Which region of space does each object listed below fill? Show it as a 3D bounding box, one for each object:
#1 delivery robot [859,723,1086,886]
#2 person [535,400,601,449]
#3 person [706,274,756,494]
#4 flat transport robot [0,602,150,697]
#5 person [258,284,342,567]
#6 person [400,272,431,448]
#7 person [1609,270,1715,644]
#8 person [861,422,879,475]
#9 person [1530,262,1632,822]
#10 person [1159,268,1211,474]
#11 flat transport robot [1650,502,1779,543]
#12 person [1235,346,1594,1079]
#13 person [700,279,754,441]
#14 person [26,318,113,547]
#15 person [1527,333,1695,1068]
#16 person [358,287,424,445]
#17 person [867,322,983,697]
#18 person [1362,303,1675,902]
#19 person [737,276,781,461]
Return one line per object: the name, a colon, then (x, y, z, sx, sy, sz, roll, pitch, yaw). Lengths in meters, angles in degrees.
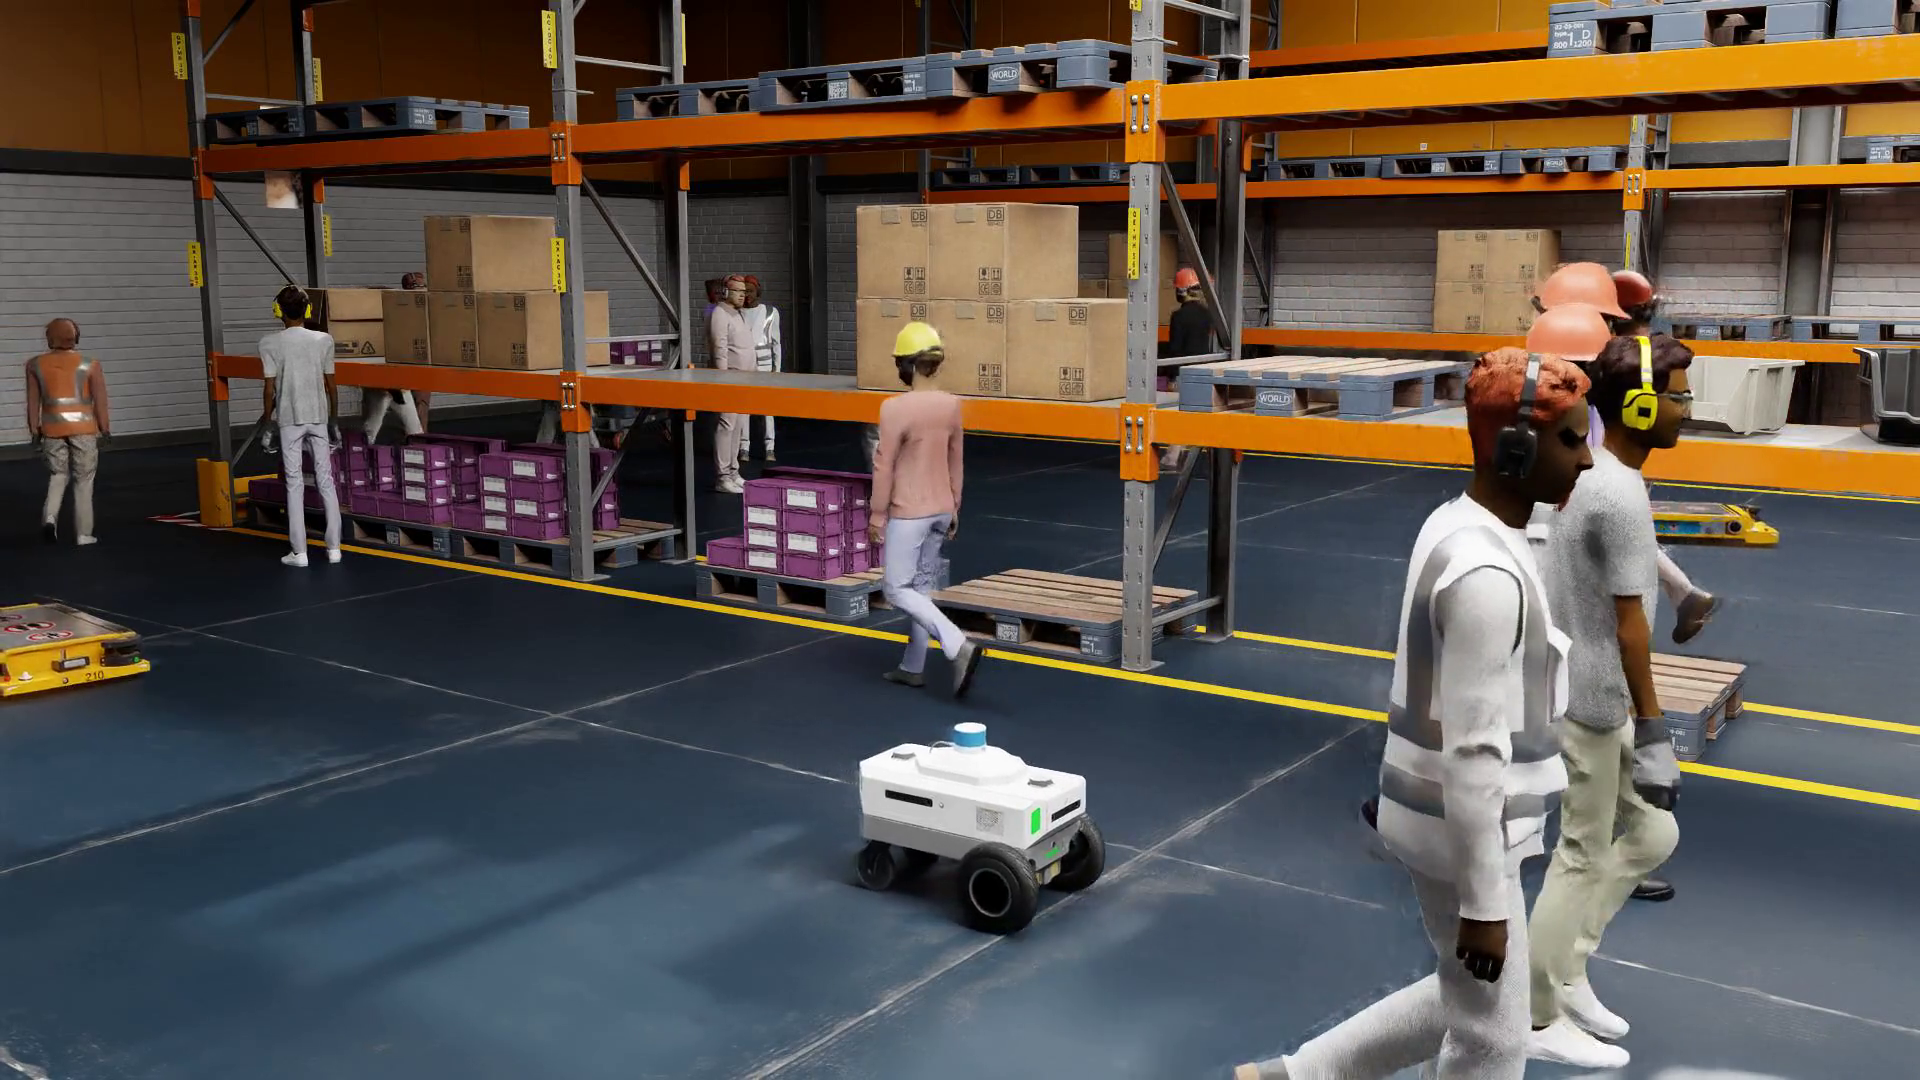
delivery robot: (0.031, 0.824, 5.271, 0.707, 0.478, 0.477, 6, 11, 33)
person: (-3.746, -1.393, 15.657, 0.856, 1.593, 0.523, -6, 11, -30)
person: (-1.977, -1.364, 14.570, 0.399, 1.905, 0.642, 2, 10, 10)
flat transport robot: (-4.649, 0.513, 8.246, 1.431, 0.197, 0.652, 9, 13, 42)
person: (-4.379, -0.751, 11.051, 0.519, 1.862, 0.331, -7, 12, -36)
person: (-5.363, -1.681, 16.449, 0.401, 1.909, 0.641, -7, 12, -37)
person: (3.453, -0.389, 8.536, 0.757, 1.975, 0.630, 7, 12, 36)
person: (-0.570, -1.136, 13.456, 0.650, 1.819, 0.638, -7, 12, -37)
person: (2.080, 0.005, 6.070, 0.821, 2.022, 0.614, 8, 12, 39)
person: (2.183, -1.550, 15.515, 0.940, 1.965, 0.623, 7, 12, 36)
flat transport robot: (5.145, -0.148, 12.180, 1.431, 0.197, 0.652, 2, 10, 13)
person: (0.895, 0.569, 3.201, 0.645, 1.855, 0.604, 3, 10, 16)
person: (-2.660, -2.008, 18.647, 0.516, 1.825, 0.574, 5, 11, 26)
person: (-6.280, -0.749, 11.739, 0.523, 1.624, 0.383, -1, 10, -7)
person: (1.595, 0.426, 4.083, 0.479, 1.852, 0.517, 3, 10, 16)
person: (-5.001, -1.327, 14.693, 0.988, 1.783, 0.631, 3, 10, 15)
person: (-0.153, -0.127, 7.670, 0.637, 1.746, 0.535, 7, 12, 38)
person: (1.801, 0.192, 5.330, 0.940, 1.904, 0.557, 5, 11, 28)
person: (-2.096, -1.720, 16.804, 0.579, 1.876, 0.351, -1, 10, -3)
